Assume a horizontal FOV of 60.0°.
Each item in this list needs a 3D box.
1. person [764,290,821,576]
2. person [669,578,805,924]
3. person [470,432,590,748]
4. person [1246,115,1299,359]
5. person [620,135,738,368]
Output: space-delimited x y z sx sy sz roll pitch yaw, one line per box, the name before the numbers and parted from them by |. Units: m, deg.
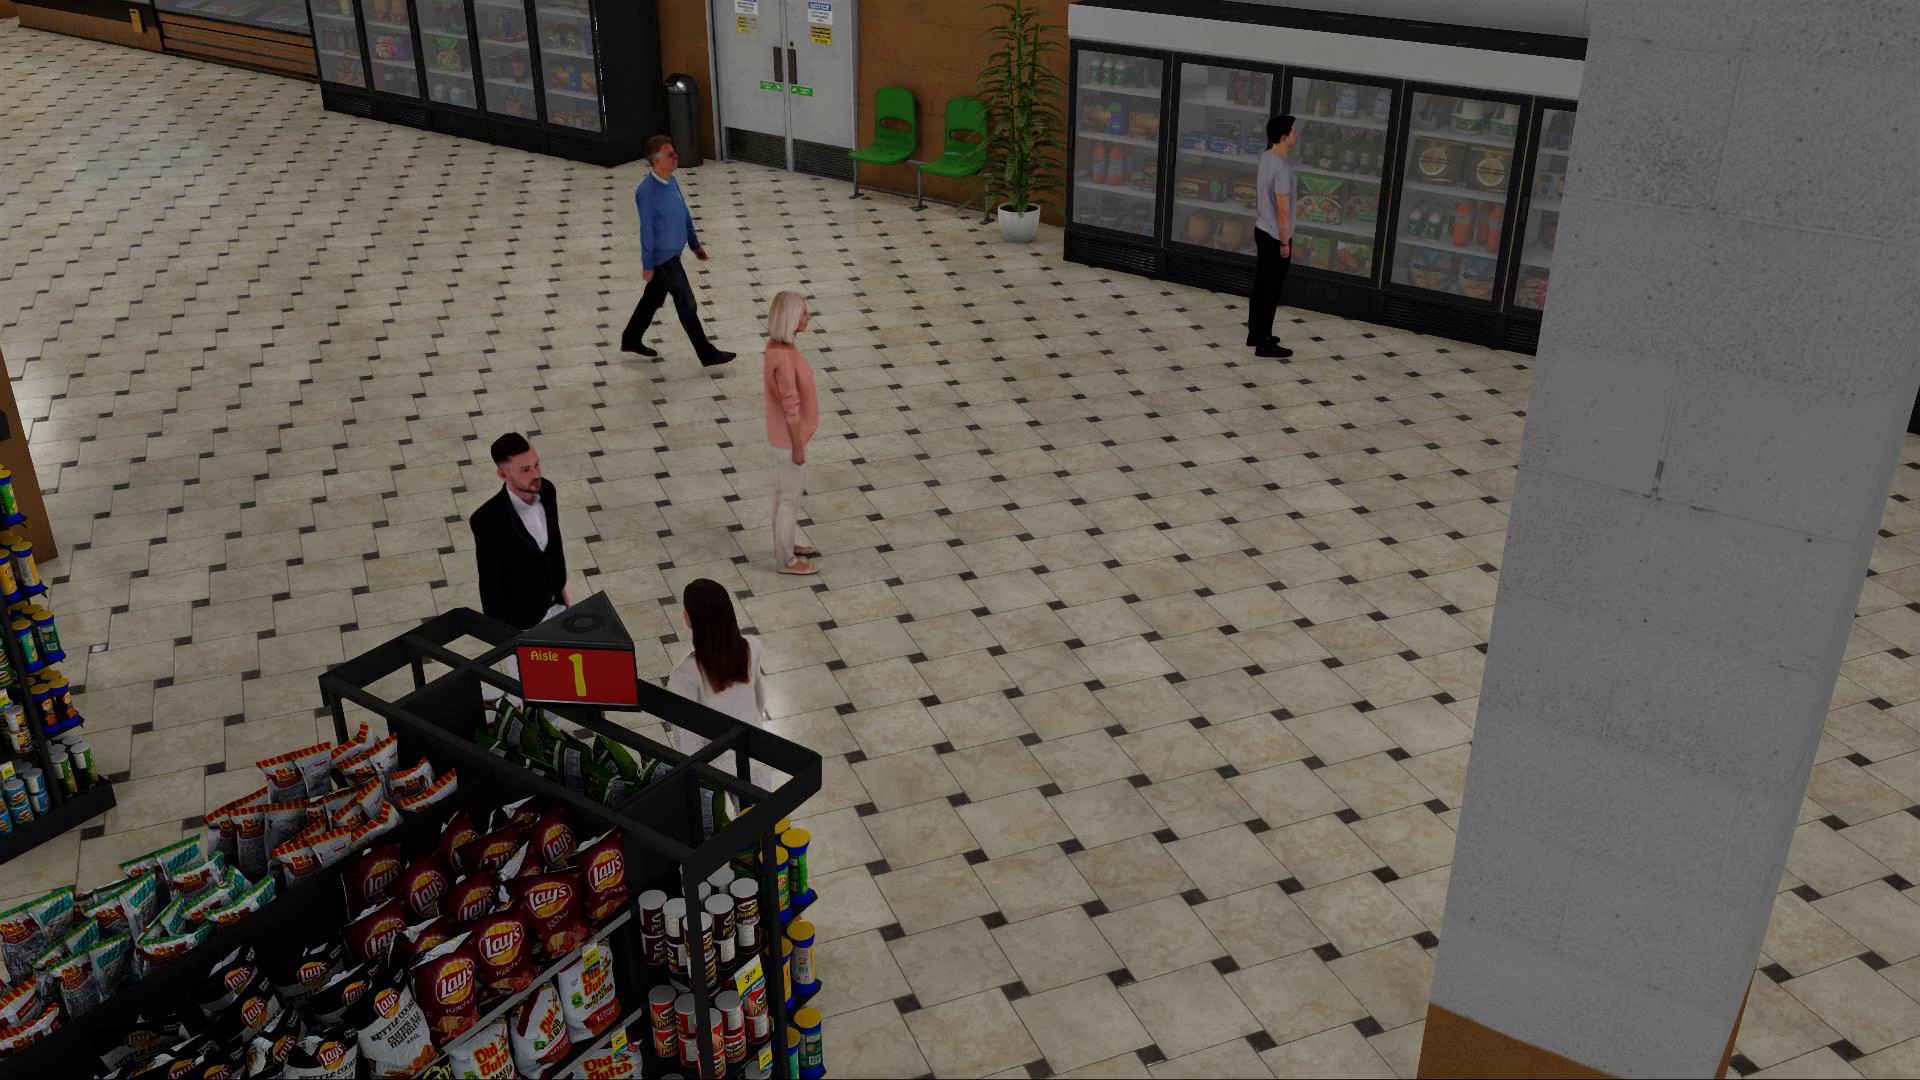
person | -0.994 -0.625 9.649 0.720 1.724 0.668 -5 27 -11
person | -0.884 0.931 6.654 1.061 1.658 0.839 -21 33 -35
person | -2.002 0.325 7.667 0.762 1.822 0.633 13 30 24
person | 2.428 -2.365 12.925 0.793 1.864 0.727 -4 27 -8
person | -2.325 -2.165 12.632 1.094 1.772 1.235 4 27 8
